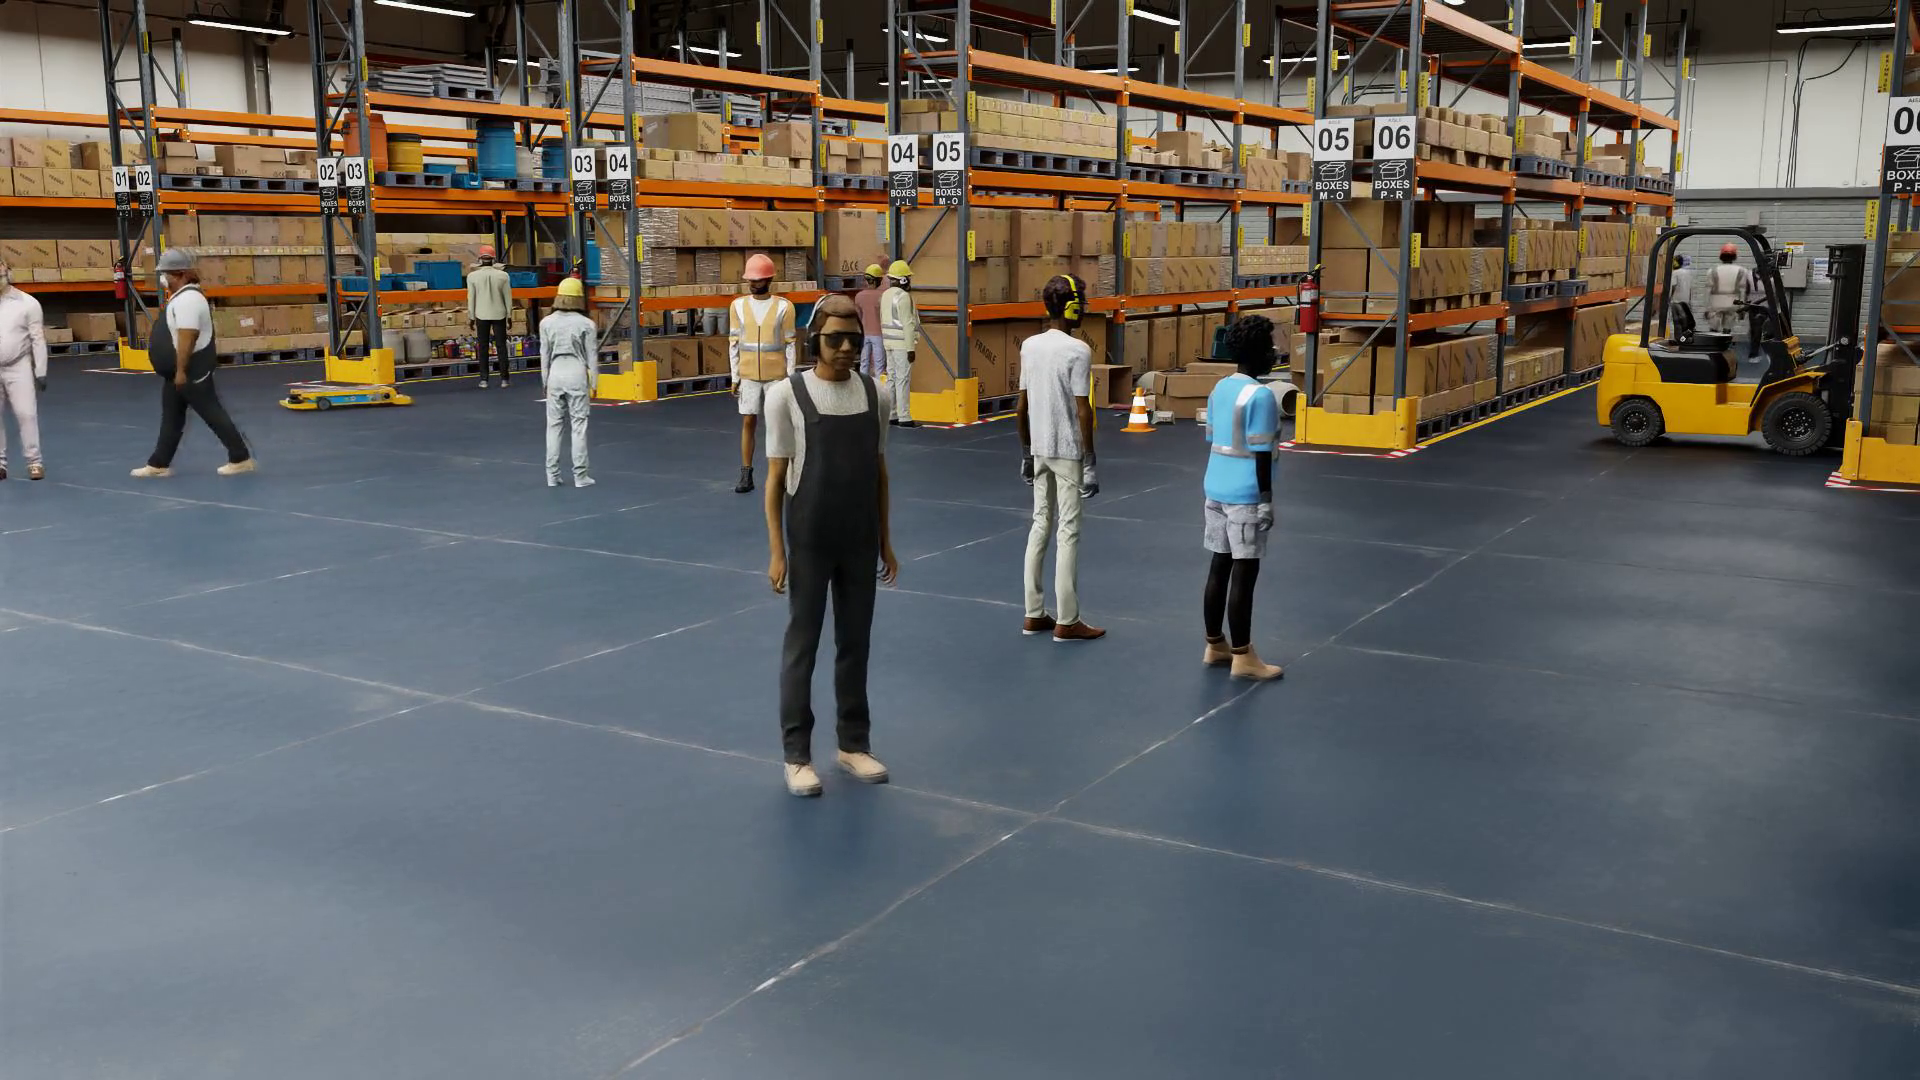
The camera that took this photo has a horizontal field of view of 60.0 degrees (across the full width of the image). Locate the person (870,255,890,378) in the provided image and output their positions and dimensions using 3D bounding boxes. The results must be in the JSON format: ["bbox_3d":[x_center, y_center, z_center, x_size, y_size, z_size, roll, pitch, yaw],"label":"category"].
[{"bbox_3d":[-1.013,-3.105,23.598,0.648,1.870,0.974,9,13,41],"label":"person"}]

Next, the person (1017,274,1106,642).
[{"bbox_3d":[0.514,-0.417,8.509,0.311,1.869,0.532,-9,13,-40],"label":"person"}]

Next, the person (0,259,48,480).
[{"bbox_3d":[-8.151,-1.446,14.212,0.662,1.892,0.396,-4,11,-21],"label":"person"}]

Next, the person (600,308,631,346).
[{"bbox_3d":[-6.582,-4.533,31.821,0.596,1.790,0.898,6,12,32],"label":"person"}]

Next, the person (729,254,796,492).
[{"bbox_3d":[-1.603,-1.340,13.501,0.543,1.932,0.376,0,10,2],"label":"person"}]

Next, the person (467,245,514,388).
[{"bbox_3d":[-6.604,-3.140,23.434,0.641,1.993,0.466,-3,11,-17],"label":"person"}]

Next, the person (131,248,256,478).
[{"bbox_3d":[-6.651,-1.553,14.386,0.991,2.000,0.701,-5,11,-25],"label":"person"}]

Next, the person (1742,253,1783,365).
[{"bbox_3d":[13.421,-3.858,27.828,0.581,1.856,1.053,2,10,9],"label":"person"}]

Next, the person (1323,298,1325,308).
[{"bbox_3d":[7.199,-4.853,33.327,0.840,1.883,0.581,-5,11,-28],"label":"person"}]

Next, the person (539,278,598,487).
[{"bbox_3d":[-3.247,-1.307,13.866,0.489,1.740,0.320,1,10,6],"label":"person"}]

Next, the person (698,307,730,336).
[{"bbox_3d":[-3.676,-3.437,25.262,0.633,1.933,0.366,1,10,3],"label":"person"}]

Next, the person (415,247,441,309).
[{"bbox_3d":[-10.788,-4.940,33.622,0.618,1.952,0.425,10,14,43],"label":"person"}]

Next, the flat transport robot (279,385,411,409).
[{"bbox_3d":[-7.608,-1.774,20.581,1.431,0.197,0.652,-6,12,-32],"label":"flat transport robot"}]

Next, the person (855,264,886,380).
[{"bbox_3d":[-1.052,-2.490,20.407,0.522,1.768,0.312,7,12,33],"label":"person"}]

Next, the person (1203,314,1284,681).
[{"bbox_3d":[1.316,-0.199,7.766,0.322,1.697,0.536,-3,11,-16],"label":"person"}]

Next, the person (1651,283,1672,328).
[{"bbox_3d":[12.820,-4.225,30.531,0.522,1.621,0.508,-8,13,-37],"label":"person"}]

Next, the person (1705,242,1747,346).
[{"bbox_3d":[12.219,-3.726,26.582,0.610,2.029,0.488,3,11,18],"label":"person"}]

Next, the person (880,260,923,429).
[{"bbox_3d":[-0.643,-2.128,18.181,0.403,1.837,0.589,-6,12,-30],"label":"person"}]

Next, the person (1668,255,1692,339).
[{"bbox_3d":[13.386,-4.399,30.998,0.509,1.798,0.903,-5,11,-28],"label":"person"}]

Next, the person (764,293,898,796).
[{"bbox_3d":[-0.471,0.016,6.154,0.516,1.842,0.328,-6,12,-31],"label":"person"}]
